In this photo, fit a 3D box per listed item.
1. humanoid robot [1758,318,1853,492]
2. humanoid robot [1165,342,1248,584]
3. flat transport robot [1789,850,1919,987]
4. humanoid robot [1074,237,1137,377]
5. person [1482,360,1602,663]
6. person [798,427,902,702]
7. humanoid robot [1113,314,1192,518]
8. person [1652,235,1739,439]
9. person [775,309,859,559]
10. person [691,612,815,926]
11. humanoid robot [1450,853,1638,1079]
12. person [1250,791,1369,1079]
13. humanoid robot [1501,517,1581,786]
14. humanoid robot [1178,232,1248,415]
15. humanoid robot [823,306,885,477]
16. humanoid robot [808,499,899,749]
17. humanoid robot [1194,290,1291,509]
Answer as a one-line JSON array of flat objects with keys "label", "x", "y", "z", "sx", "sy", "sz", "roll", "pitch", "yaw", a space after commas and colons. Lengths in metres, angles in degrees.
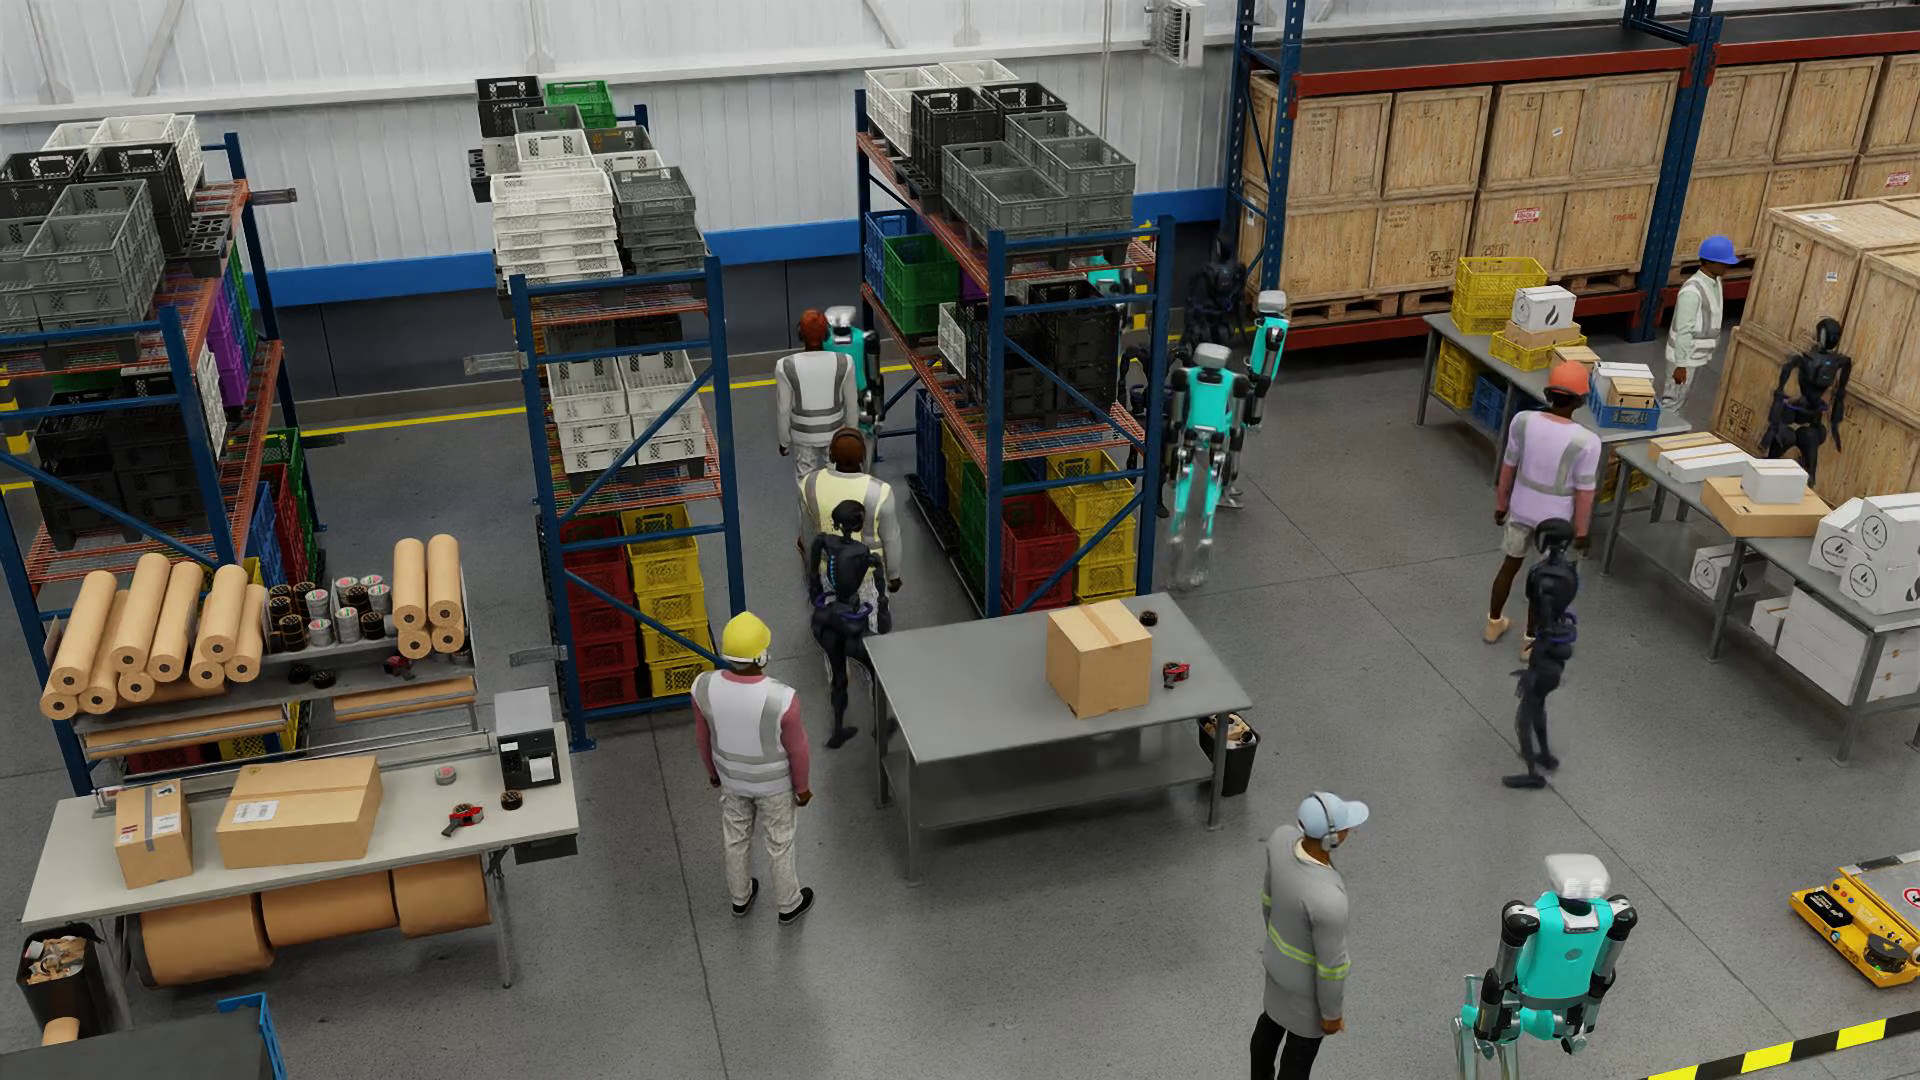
[{"label": "humanoid robot", "x": 6.246, "y": -0.877, "z": 12.353, "sx": 0.598, "sy": 1.628, "sz": 0.799, "roll": -2, "pitch": 29, "yaw": -4}, {"label": "humanoid robot", "x": 1.629, "y": -0.457, "z": 11.331, "sx": 0.532, "sy": 1.675, "sz": 0.736, "roll": 7, "pitch": 29, "yaw": 12}, {"label": "flat transport robot", "x": 5.163, "y": 1.916, "z": 8.676, "sx": 1.431, "sy": 0.231, "sz": 0.659, "roll": -8, "pitch": 30, "yaw": -14}, {"label": "humanoid robot", "x": 1.236, "y": -1.833, "z": 14.001, "sx": 0.556, "sy": 1.722, "sz": 1.083, "roll": -3, "pitch": 29, "yaw": -5}, {"label": "person", "x": 3.751, "y": -0.189, "z": 10.690, "sx": 0.423, "sy": 2.030, "sz": 0.616, "roll": -22, "pitch": 36, "yaw": -34}, {"label": "person", "x": -0.648, "y": 0.154, "z": 10.244, "sx": 0.632, "sy": 1.846, "sz": 0.429, "roll": 8, "pitch": 30, "yaw": 15}, {"label": "humanoid robot", "x": 1.443, "y": -0.935, "z": 12.384, "sx": 0.599, "sy": 1.657, "sz": 0.315, "roll": 0, "pitch": 29, "yaw": 0}, {"label": "person", "x": 5.745, "y": -1.461, "z": 13.078, "sx": 0.386, "sy": 1.947, "sz": 0.607, "roll": 20, "pitch": 35, "yaw": 32}, {"label": "person", "x": -1.008, "y": -0.744, "z": 11.837, "sx": 0.584, "sy": 1.882, "sz": 0.344, "roll": -6, "pitch": 29, "yaw": -10}, {"label": "person", "x": -1.022, "y": 1.165, "z": 8.414, "sx": 0.589, "sy": 1.837, "sz": 0.404, "roll": 8, "pitch": 30, "yaw": 15}, {"label": "humanoid robot", "x": 2.379, "y": 1.887, "z": 7.064, "sx": 0.533, "sy": 1.677, "sz": 0.735, "roll": -3, "pitch": 29, "yaw": -5}, {"label": "person", "x": 1.493, "y": 1.843, "z": 7.164, "sx": 0.374, "sy": 1.852, "sz": 0.588, "roll": -9, "pitch": 30, "yaw": -15}, {"label": "humanoid robot", "x": 3.371, "y": 0.638, "z": 9.541, "sx": 0.364, "sy": 1.638, "sz": 0.598, "roll": 13, "pitch": 31, "yaw": 22}, {"label": "humanoid robot", "x": 2.153, "y": -1.810, "z": 14.010, "sx": 0.600, "sy": 1.627, "sz": 0.691, "roll": -8, "pitch": 30, "yaw": -15}, {"label": "humanoid robot", "x": -0.829, "y": -0.988, "z": 12.480, "sx": 0.559, "sy": 1.803, "sz": 0.829, "roll": -1, "pitch": 29, "yaw": -2}, {"label": "humanoid robot", "x": -0.640, "y": 0.477, "z": 9.830, "sx": 0.609, "sy": 1.653, "sz": 0.403, "roll": 17, "pitch": 33, "yaw": 29}, {"label": "humanoid robot", "x": 2.035, "y": -1.056, "z": 12.460, "sx": 0.750, "sy": 1.695, "sz": 0.530, "roll": 3, "pitch": 29, "yaw": 5}]
